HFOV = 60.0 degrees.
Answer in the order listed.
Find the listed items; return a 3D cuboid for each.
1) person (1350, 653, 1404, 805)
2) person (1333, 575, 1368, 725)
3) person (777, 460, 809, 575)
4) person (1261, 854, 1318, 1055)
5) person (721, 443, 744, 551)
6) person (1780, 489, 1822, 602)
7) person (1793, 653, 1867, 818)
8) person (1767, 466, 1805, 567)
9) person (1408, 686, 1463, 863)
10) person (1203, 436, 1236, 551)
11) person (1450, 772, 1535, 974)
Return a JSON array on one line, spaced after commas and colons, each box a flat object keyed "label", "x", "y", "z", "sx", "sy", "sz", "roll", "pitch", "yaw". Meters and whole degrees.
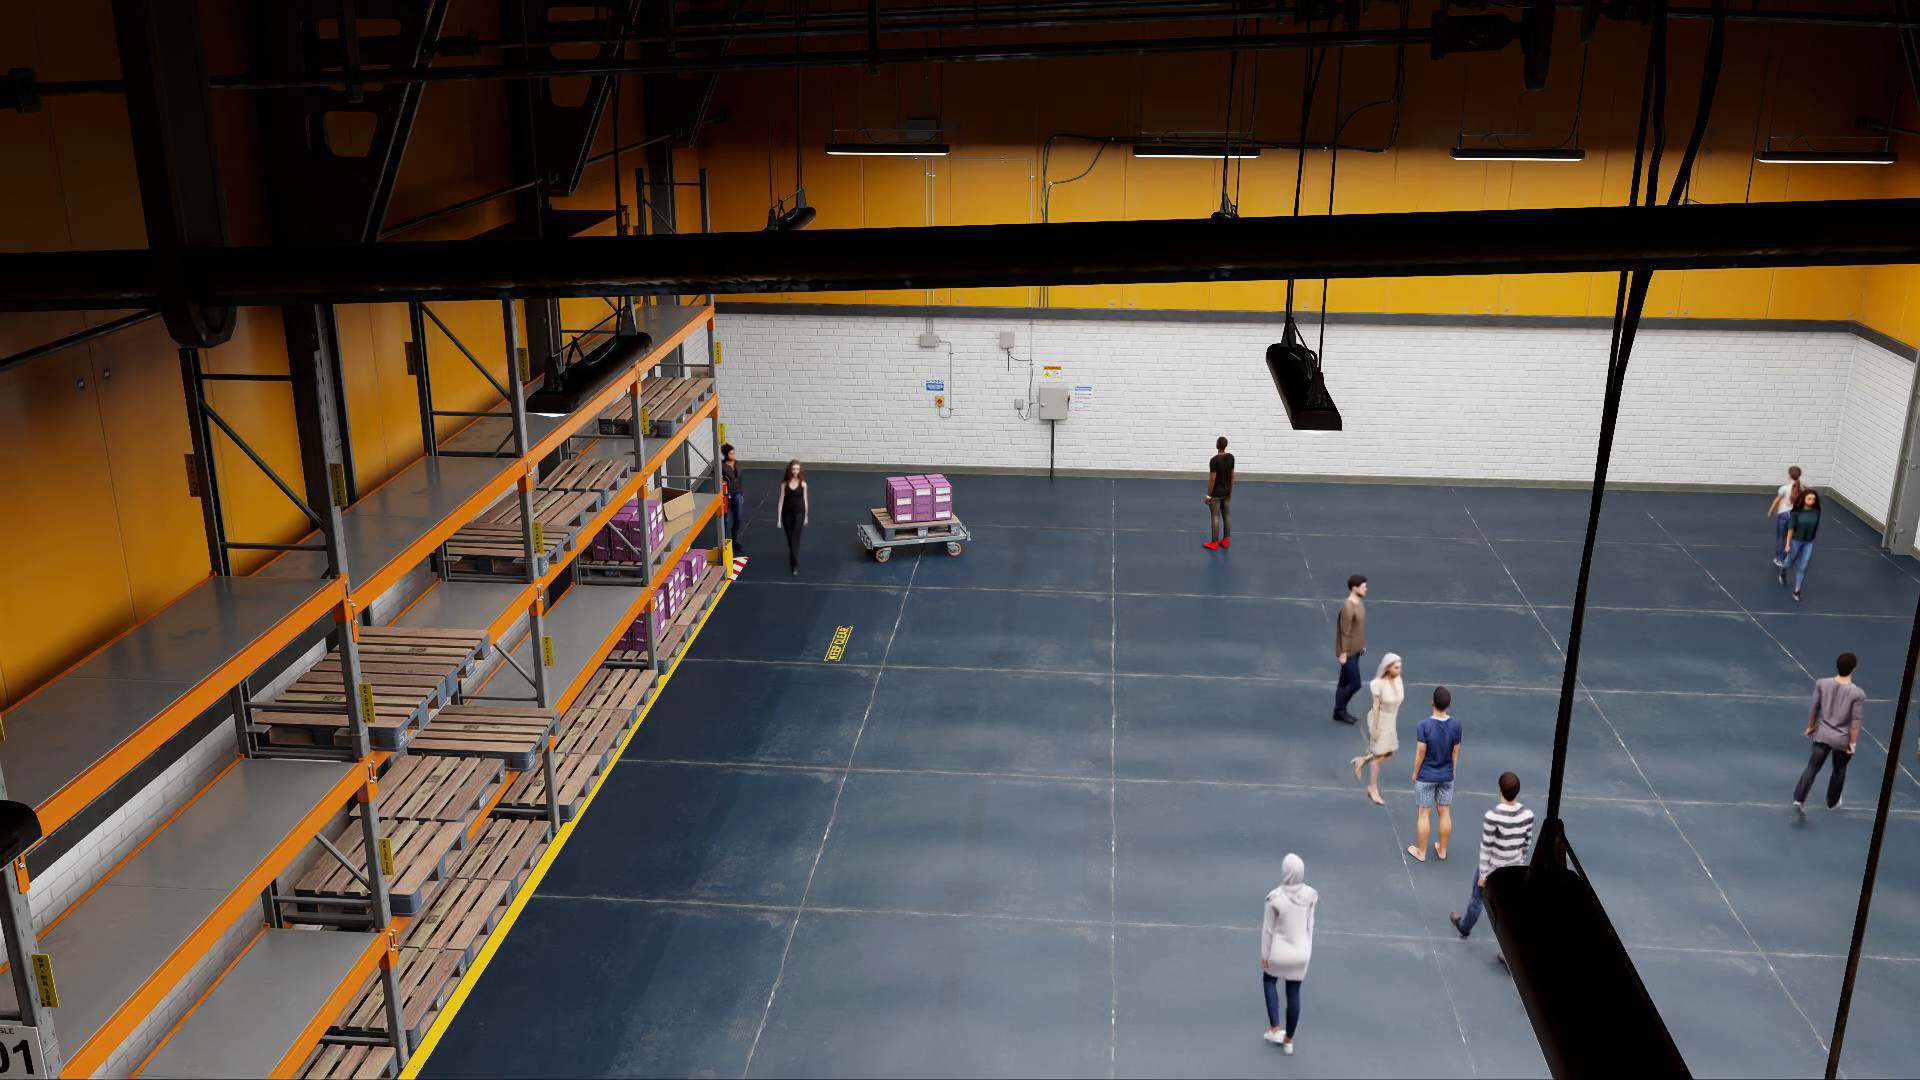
[{"label": "person", "x": 4.480, "y": 2.000, "z": 17.970, "sx": 0.844, "sy": 1.719, "sz": 0.923, "roll": -12, "pitch": 22, "yaw": -31}, {"label": "person", "x": 4.564, "y": 1.292, "z": 19.824, "sx": 0.801, "sy": 1.876, "sz": 0.662, "roll": 9, "pitch": 21, "yaw": 25}, {"label": "person", "x": -2.508, "y": -0.391, "z": 25.096, "sx": 0.674, "sy": 1.702, "sz": 1.178, "roll": 1, "pitch": 19, "yaw": 2}, {"label": "person", "x": 2.712, "y": 3.438, "z": 13.628, "sx": 0.652, "sy": 1.765, "sz": 0.621, "roll": -1, "pitch": 19, "yaw": -2}, {"label": "person", "x": -3.585, "y": -0.661, "z": 25.837, "sx": 0.739, "sy": 1.741, "sz": 0.806, "roll": -16, "pitch": 25, "yaw": -40}, {"label": "person", "x": 12.120, "y": 0.028, "z": 24.019, "sx": 0.619, "sy": 1.596, "sz": 0.994, "roll": 3, "pitch": 19, "yaw": 8}, {"label": "person", "x": 9.172, "y": 2.088, "z": 17.541, "sx": 1.189, "sy": 1.825, "sz": 1.118, "roll": -16, "pitch": 24, "yaw": -39}, {"label": "person", "x": 12.550, "y": -0.345, "z": 25.197, "sx": 0.592, "sy": 1.551, "sz": 0.687, "roll": 1, "pitch": 19, "yaw": 2}, {"label": "person", "x": 4.783, "y": 2.354, "z": 16.714, "sx": 0.651, "sy": 1.849, "sz": 0.613, "roll": -2, "pitch": 19, "yaw": -5}, {"label": "person", "x": 4.071, "y": -0.743, "z": 25.982, "sx": 0.719, "sy": 1.805, "sz": 0.728, "roll": -10, "pitch": 21, "yaw": -27}, {"label": "person", "x": 4.884, "y": 3.003, "z": 14.850, "sx": 0.871, "sy": 1.809, "sz": 1.184, "roll": -3, "pitch": 19, "yaw": -10}]
